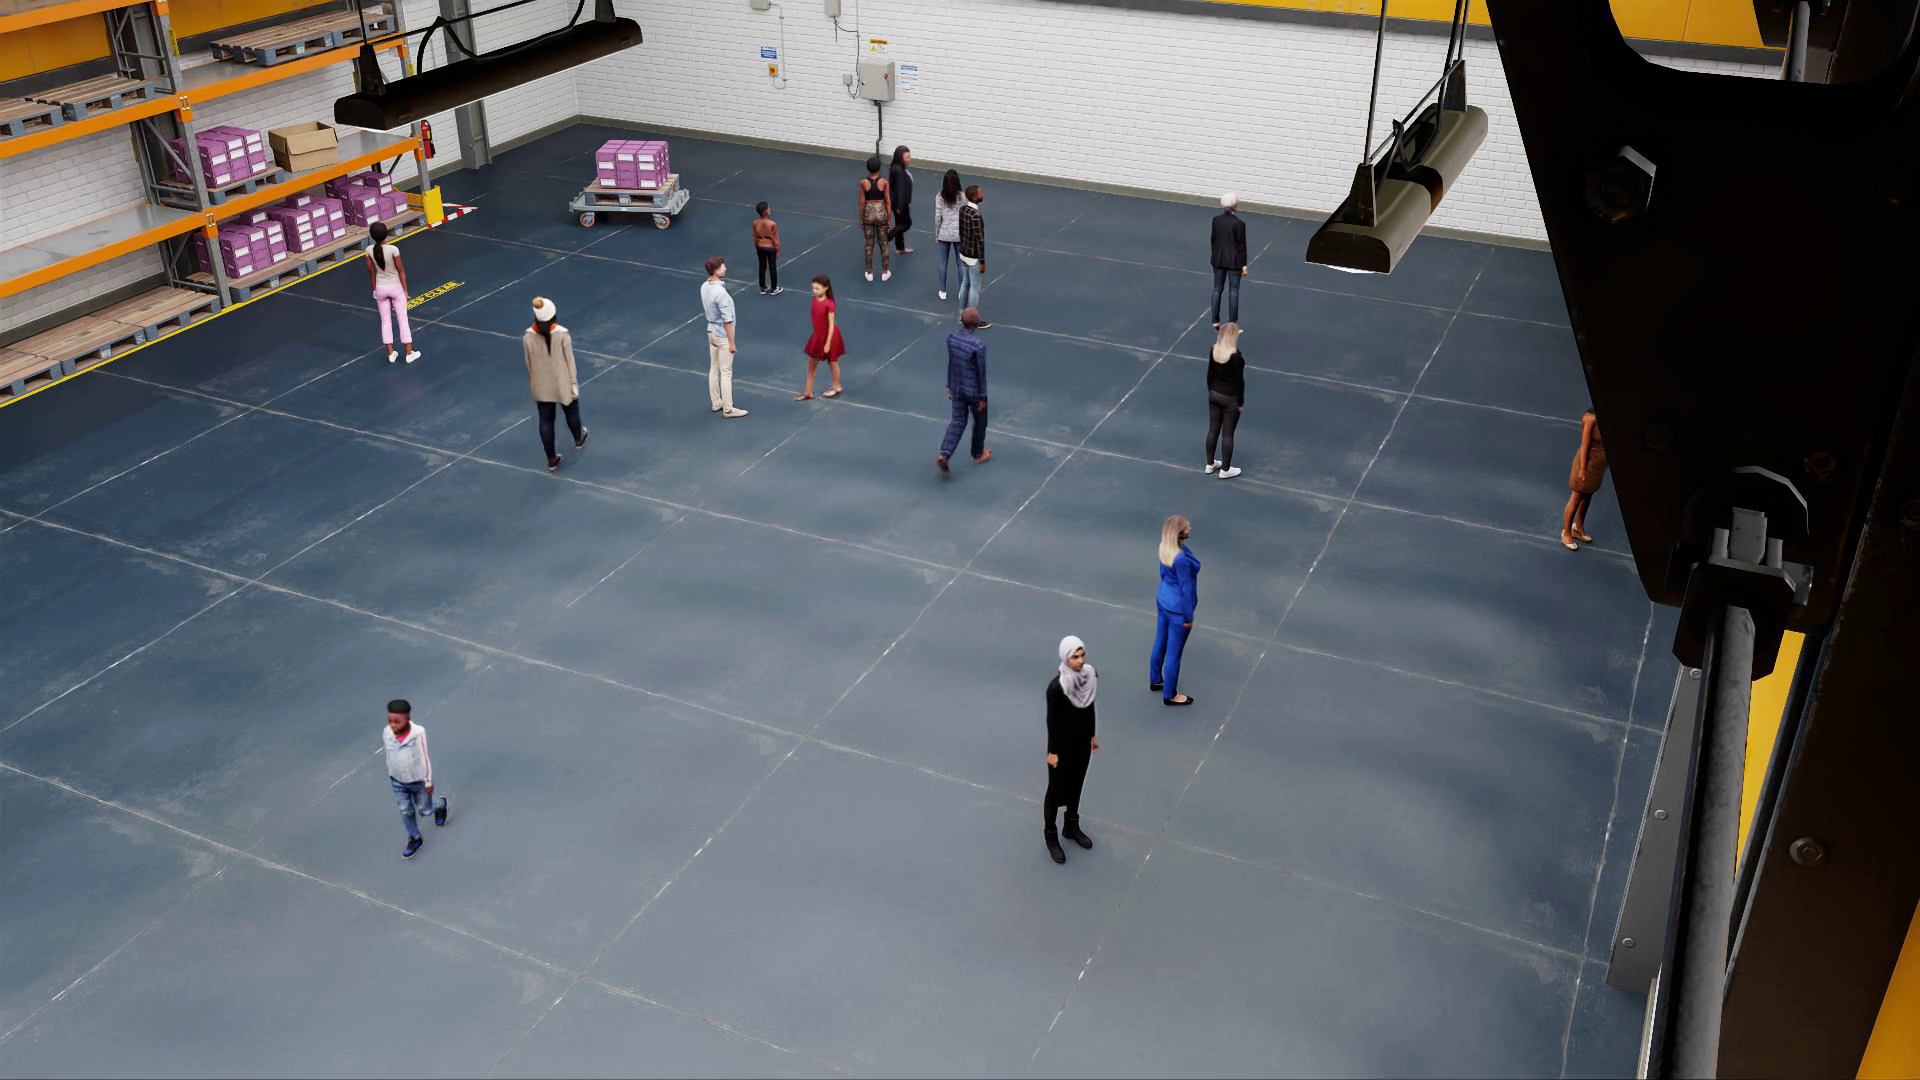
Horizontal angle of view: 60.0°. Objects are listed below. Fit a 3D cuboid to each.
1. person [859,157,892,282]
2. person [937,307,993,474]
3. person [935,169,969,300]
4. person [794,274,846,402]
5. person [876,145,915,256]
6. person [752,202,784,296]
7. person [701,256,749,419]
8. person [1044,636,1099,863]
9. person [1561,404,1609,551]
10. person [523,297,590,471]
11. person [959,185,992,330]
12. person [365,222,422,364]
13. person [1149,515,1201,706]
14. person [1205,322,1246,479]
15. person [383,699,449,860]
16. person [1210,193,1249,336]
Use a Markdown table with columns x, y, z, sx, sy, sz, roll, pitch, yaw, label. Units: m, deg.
| x | y | z | sx | sy | sz | roll | pitch | yaw | label |
| --- | --- | --- | --- | --- | --- | --- | --- | --- | --- |
| -1.152 | -4.360 | 22.545 | 0.662 | 1.700 | 0.669 | -2 | 29 | -3 | person |
| 0.032 | -1.537 | 17.272 | 0.779 | 1.794 | 1.099 | 19 | 34 | 31 | person |
| -0.107 | -4.028 | 21.903 | 0.686 | 1.732 | 0.655 | 1 | 29 | 2 | person |
| -1.485 | -2.342 | 19.029 | 0.695 | 1.525 | 0.936 | 23 | 36 | 36 | person |
| -0.934 | -4.740 | 23.347 | 0.930 | 1.599 | 0.886 | -6 | 29 | -12 | person |
| -2.581 | -3.888 | 22.143 | 0.543 | 1.256 | 0.501 | 9 | 30 | 16 | person |
| -2.681 | -2.278 | 18.575 | 0.729 | 1.847 | 0.731 | -19 | 34 | -31 | person |
| 0.770 | 1.455 | 11.800 | 0.618 | 1.780 | 0.739 | -21 | 35 | -33 | person |
| 6.019 | -0.722 | 15.886 | 0.577 | 1.690 | 0.692 | -21 | 35 | -34 | person |
| -4.280 | -1.610 | 17.338 | 0.955 | 1.859 | 1.150 | 2 | 29 | 3 | person |
| 0.138 | -3.589 | 21.007 | 0.782 | 1.820 | 0.748 | -13 | 31 | -22 | person |
| -6.851 | -2.984 | 19.979 | 0.642 | 1.741 | 0.631 | 1 | 29 | 2 | person |
| 1.732 | 0.555 | 13.534 | 0.762 | 1.701 | 0.699 | -9 | 30 | -17 | person |
| 2.735 | -1.453 | 17.230 | 0.668 | 1.686 | 0.680 | -23 | 36 | -35 | person |
| -3.931 | 1.660 | 11.982 | 0.583 | 1.247 | 0.779 | 5 | 29 | 10 | person |
| 3.298 | -3.358 | 20.191 | 0.813 | 1.780 | 0.695 | 24 | 37 | 37 | person |
